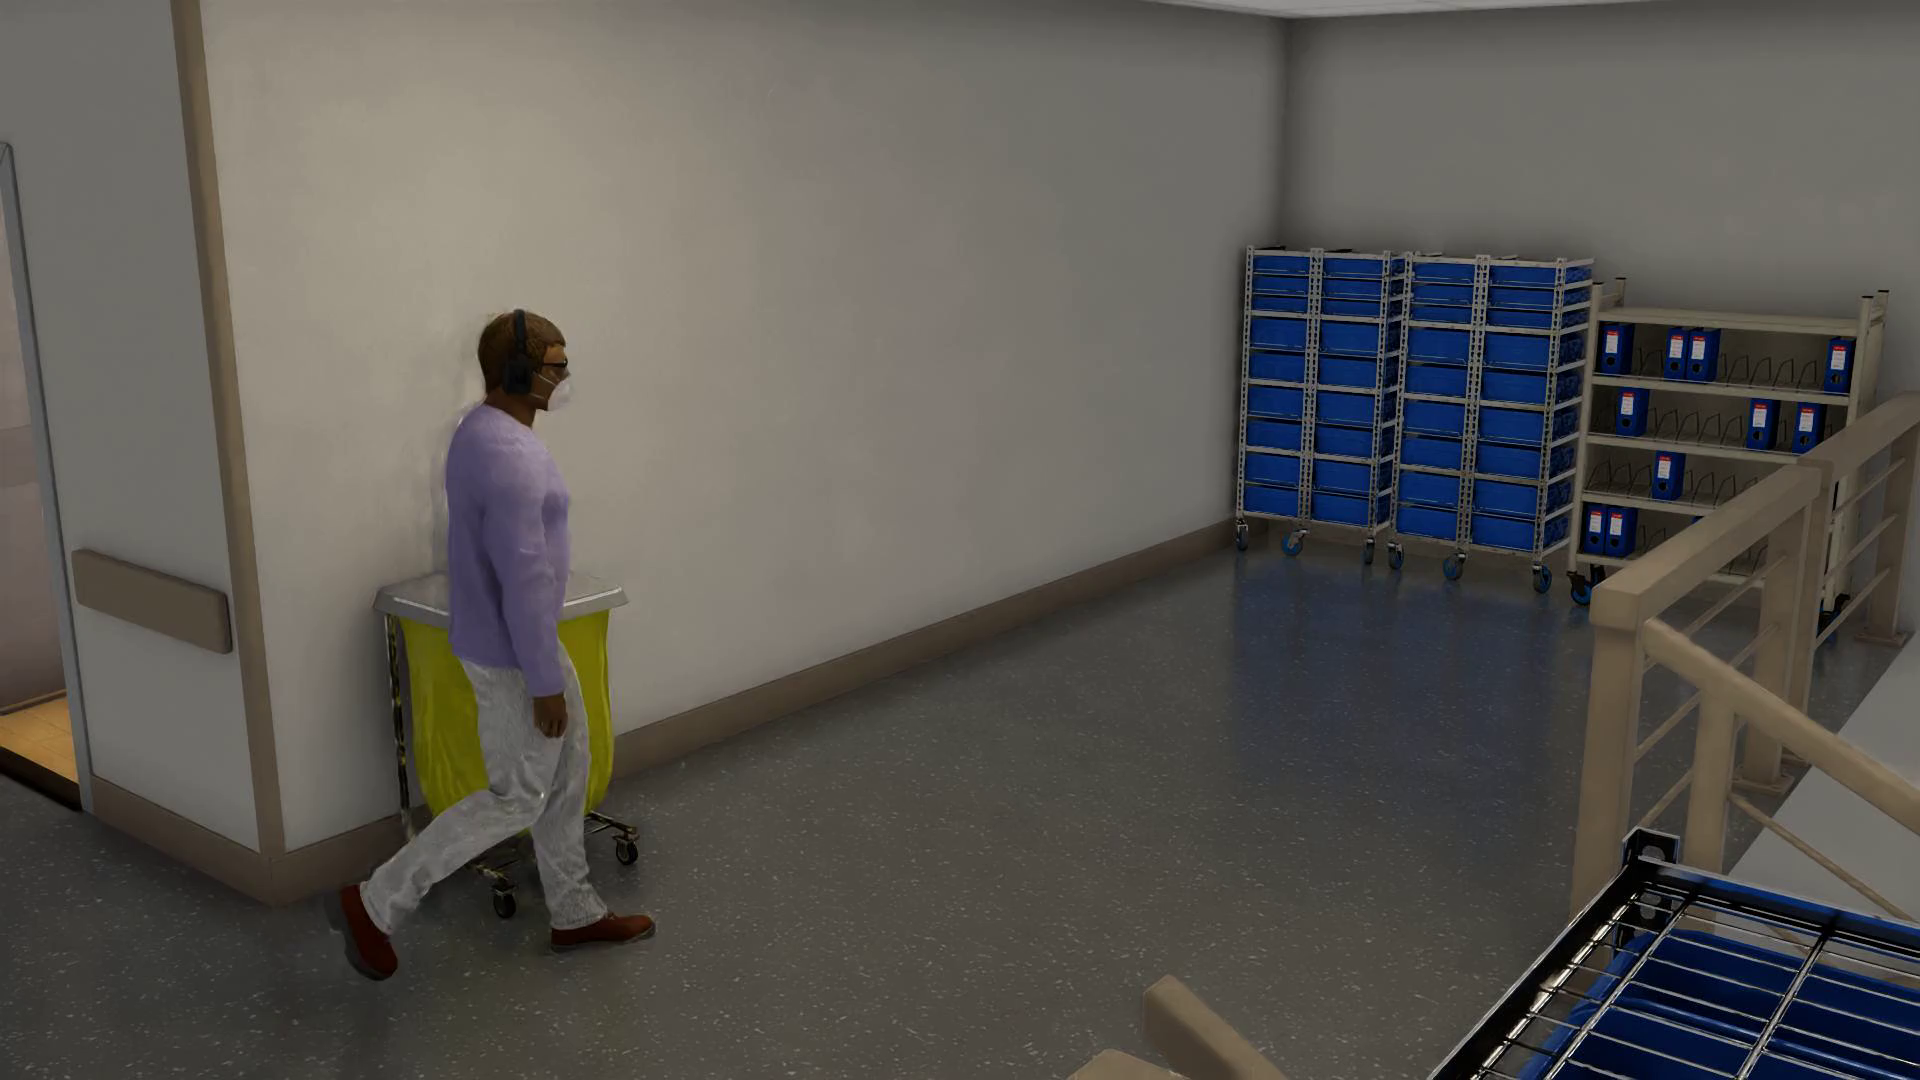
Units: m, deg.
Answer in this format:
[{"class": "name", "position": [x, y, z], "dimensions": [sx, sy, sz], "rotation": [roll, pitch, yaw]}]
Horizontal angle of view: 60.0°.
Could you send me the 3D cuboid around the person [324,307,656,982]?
[{"class": "person", "position": [-1.324, 0.323, 4.584], "dimensions": [0.840, 1.912, 0.642], "rotation": [-5, 14, -21]}]
